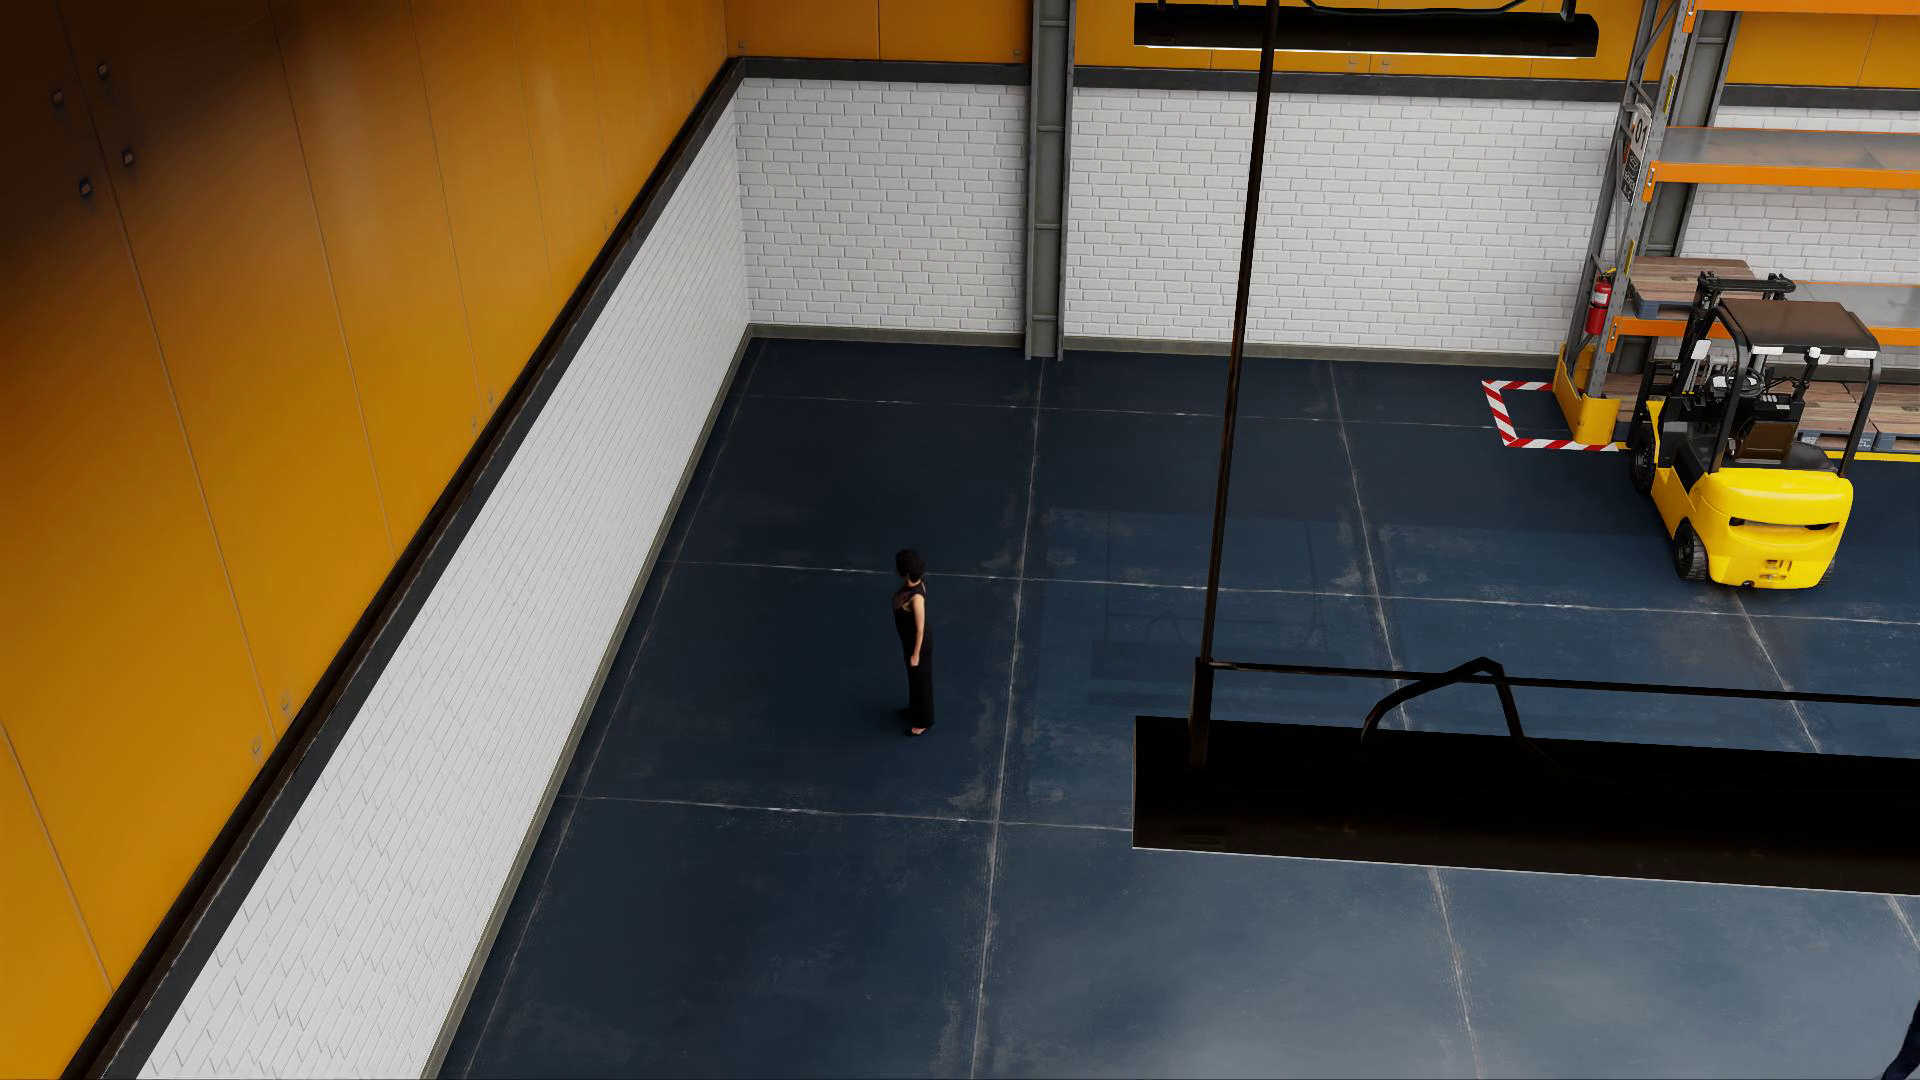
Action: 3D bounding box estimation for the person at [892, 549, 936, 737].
[{"bbox_3d":[-0.311,0.733,12.122,0.578,1.602,0.617,-4,34,-6],"label":"person"}]
